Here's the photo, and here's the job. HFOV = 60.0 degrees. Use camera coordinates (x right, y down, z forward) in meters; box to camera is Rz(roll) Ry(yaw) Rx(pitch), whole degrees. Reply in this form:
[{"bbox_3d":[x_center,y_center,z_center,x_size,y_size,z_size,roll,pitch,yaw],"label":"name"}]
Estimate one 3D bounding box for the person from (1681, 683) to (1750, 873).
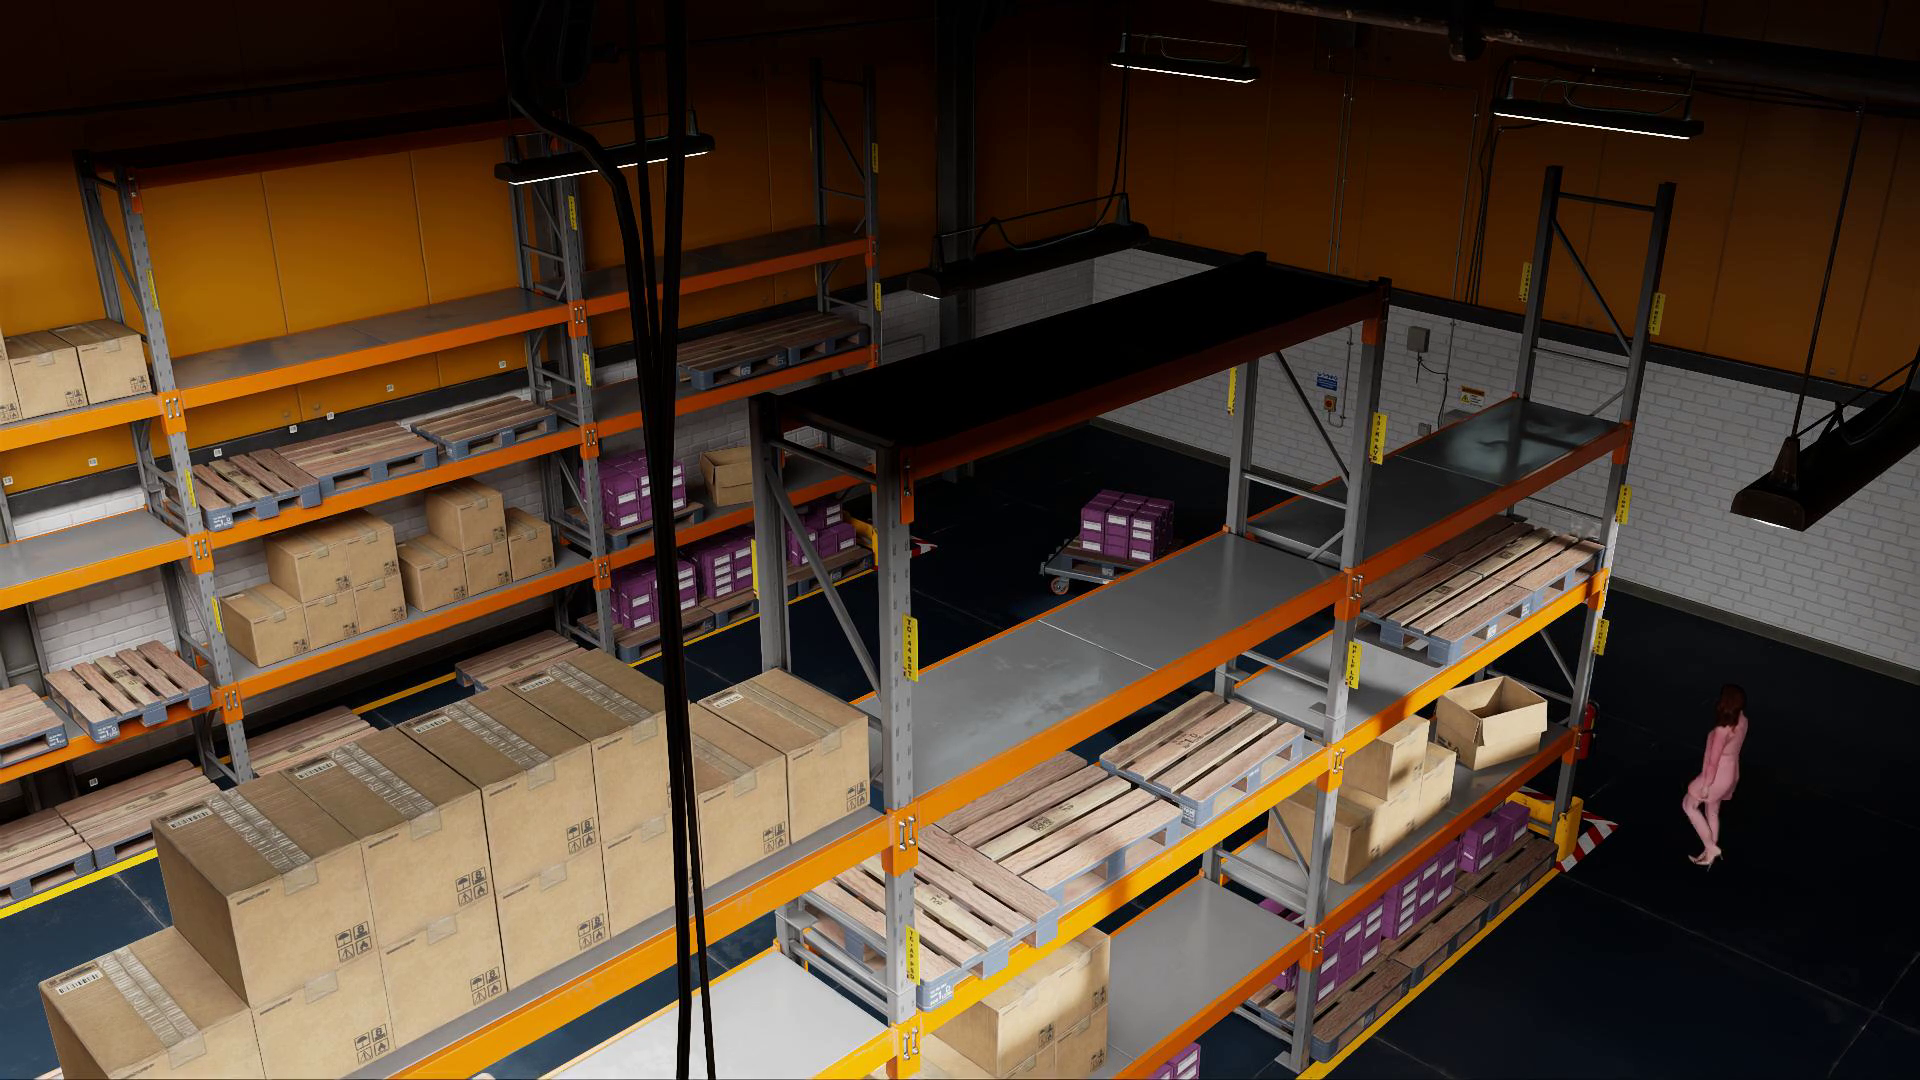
[{"bbox_3d":[6.600,2.103,14.332,0.636,1.787,0.754,-15,28,-31],"label":"person"}]
